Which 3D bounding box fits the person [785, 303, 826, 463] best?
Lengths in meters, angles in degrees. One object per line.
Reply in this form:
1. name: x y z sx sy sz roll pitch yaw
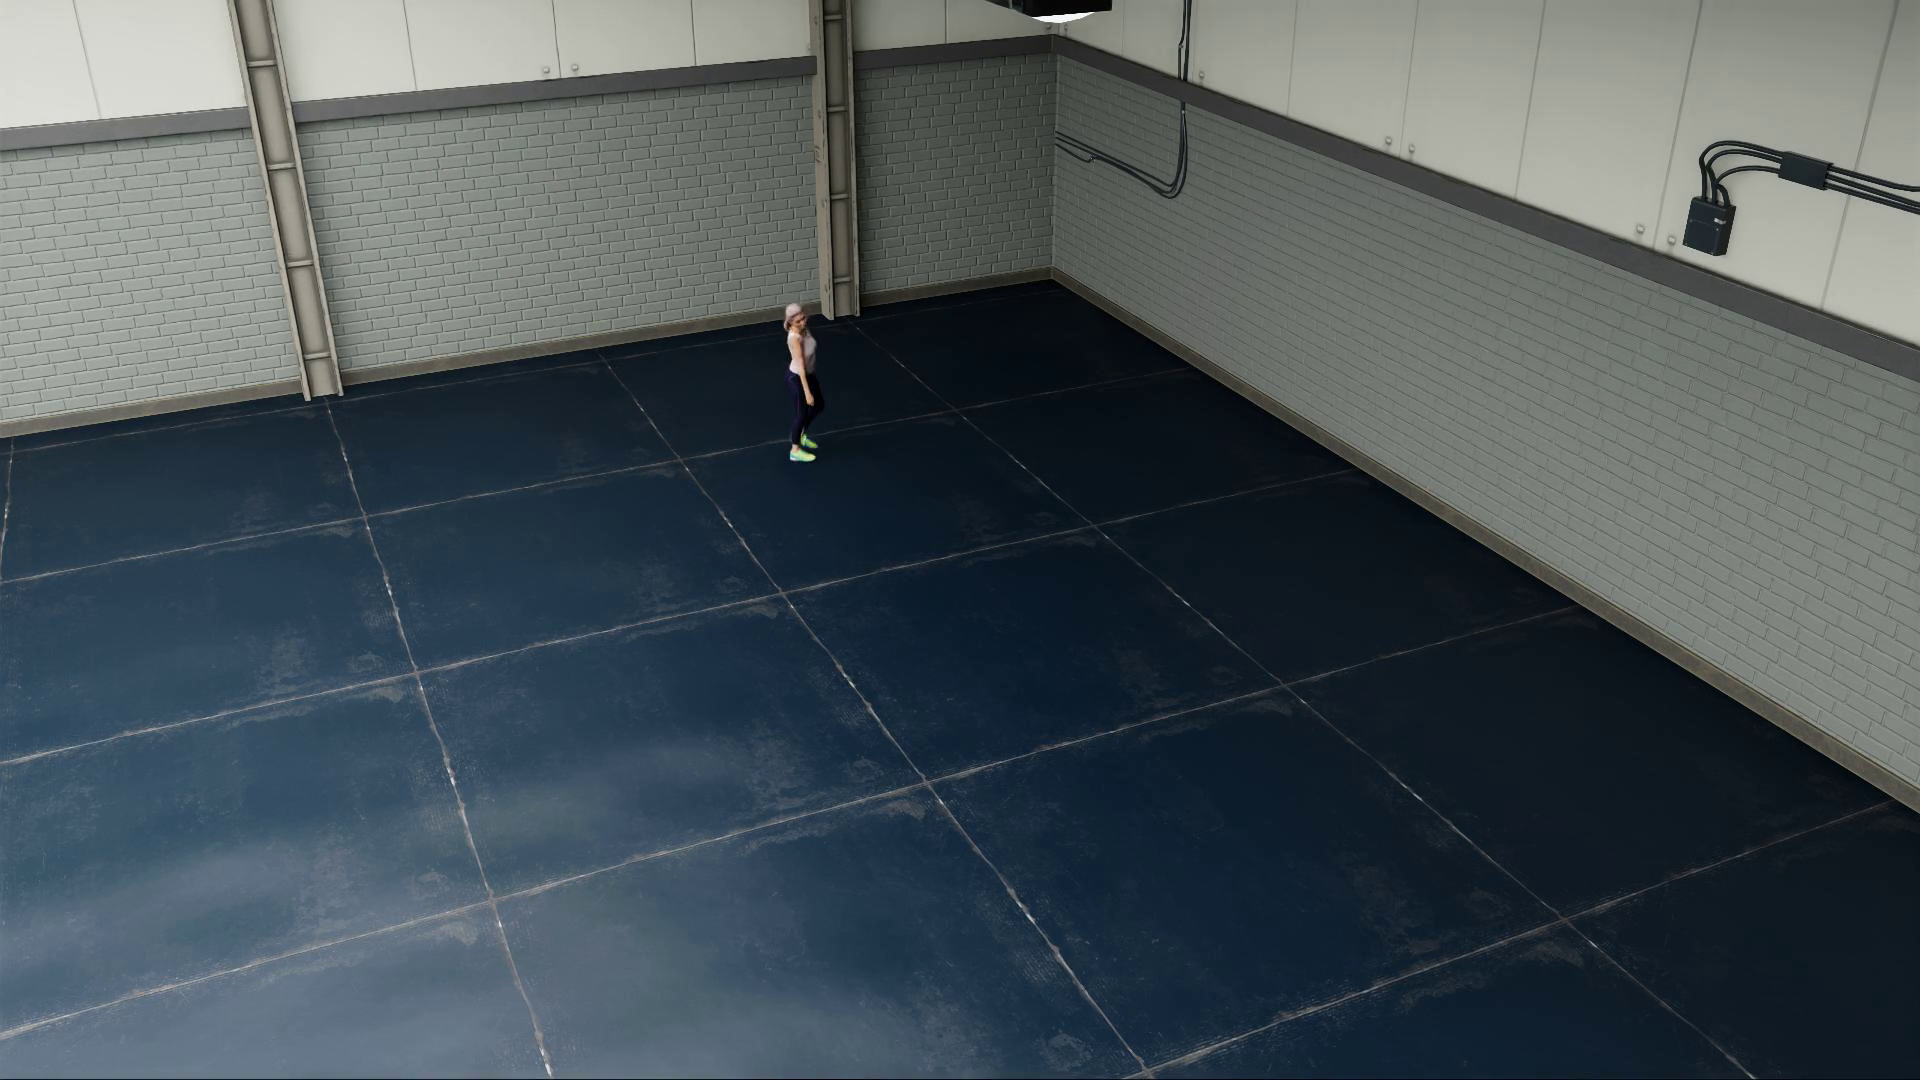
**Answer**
1. person: -1.547 -1.510 16.008 0.829 1.670 0.808 -1 27 -2
